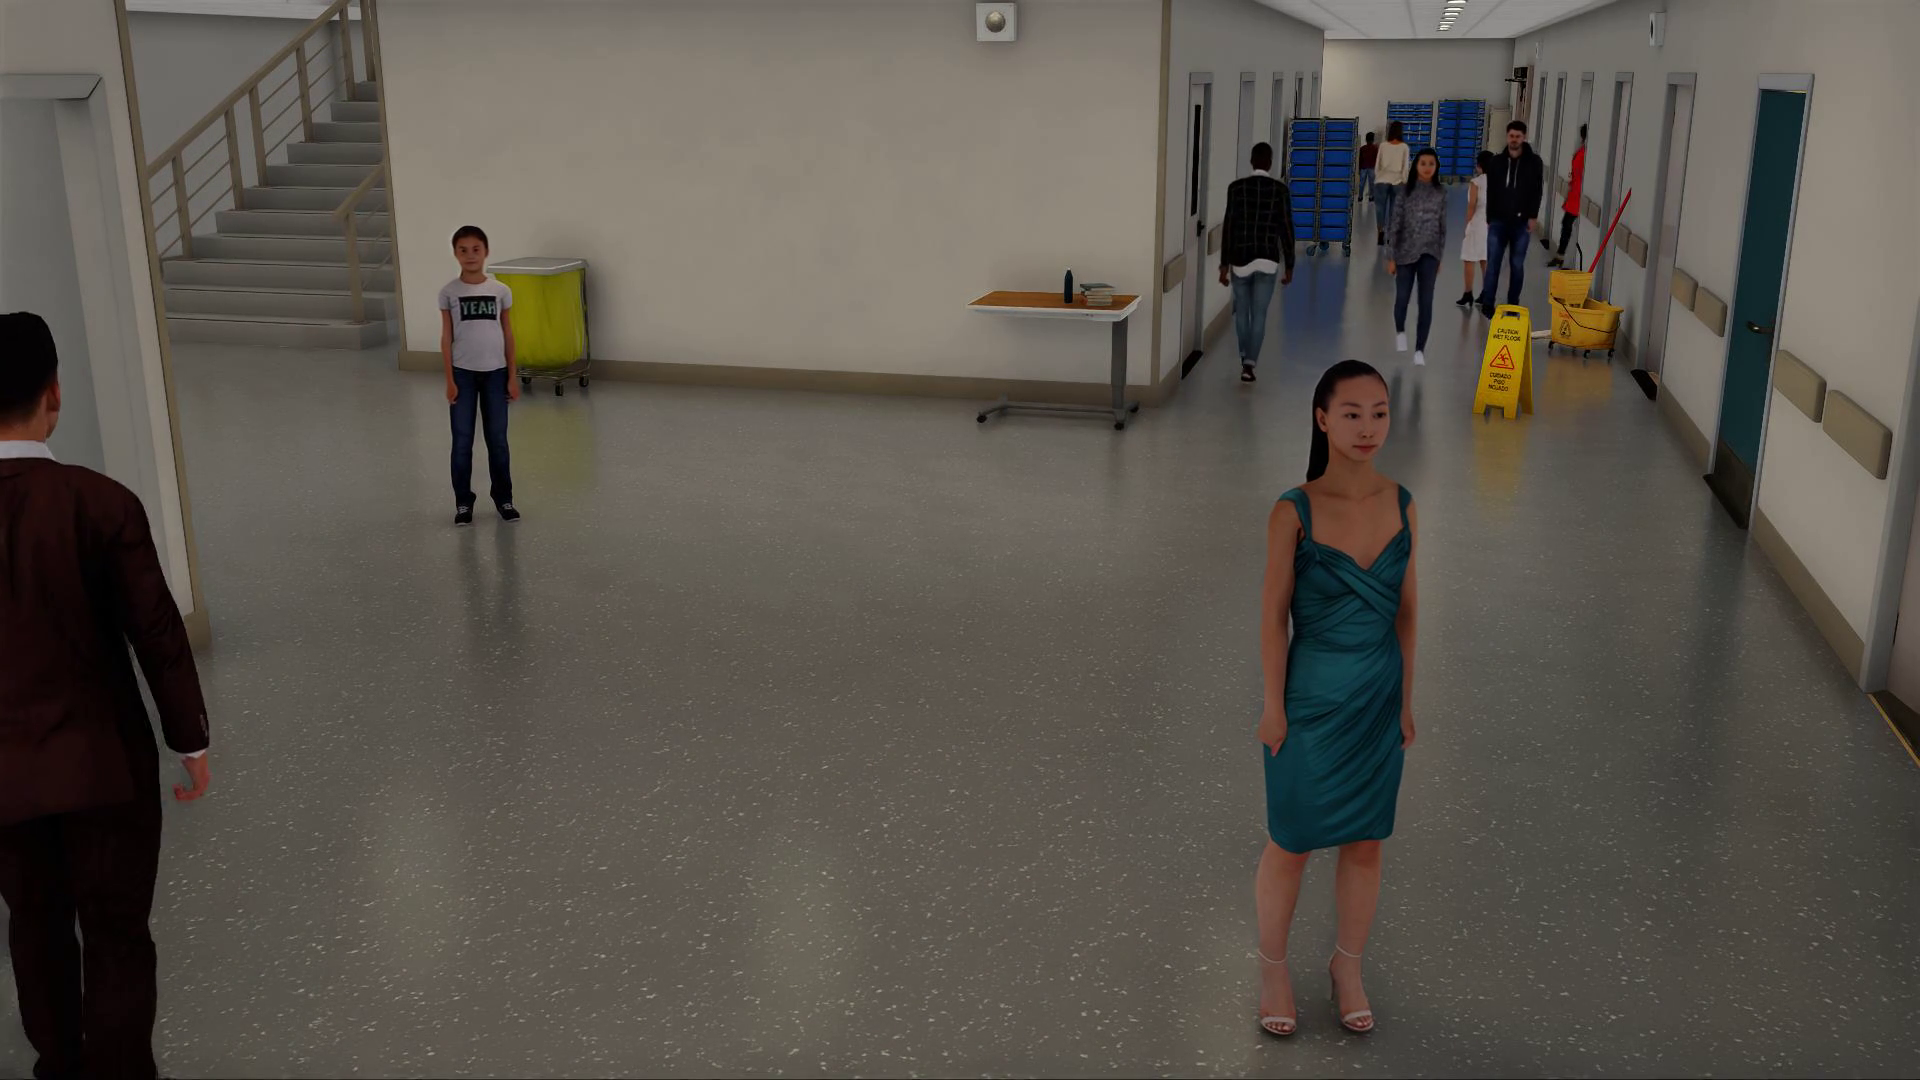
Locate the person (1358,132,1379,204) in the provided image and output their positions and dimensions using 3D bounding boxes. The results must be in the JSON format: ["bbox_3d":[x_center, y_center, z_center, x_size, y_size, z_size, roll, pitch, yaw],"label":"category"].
[{"bbox_3d":[7.431,-6.783,30.280,0.491,1.254,0.470,4,16,14],"label":"person"}]

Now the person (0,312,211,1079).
[{"bbox_3d":[-1.871,0.484,3.400,0.836,1.854,0.828,-3,16,-11],"label":"person"}]

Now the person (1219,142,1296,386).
[{"bbox_3d":[2.201,-2.030,12.462,0.702,1.774,1.151,4,16,15],"label":"person"}]

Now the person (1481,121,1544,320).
[{"bbox_3d":[5.260,-3.004,15.811,0.797,1.831,1.201,6,17,22],"label":"person"}]

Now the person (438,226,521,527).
[{"bbox_3d":[-2.536,-0.875,8.758,0.632,1.562,0.672,-6,17,-19],"label":"person"}]

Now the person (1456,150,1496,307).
[{"bbox_3d":[5.297,-3.161,16.890,0.664,1.549,0.708,-7,17,-24],"label":"person"}]

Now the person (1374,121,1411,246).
[{"bbox_3d":[5.802,-4.802,22.520,0.649,1.653,1.035,5,17,17],"label":"person"}]

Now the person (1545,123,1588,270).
[{"bbox_3d":[7.492,-4.044,19.715,0.729,1.715,0.800,6,17,21],"label":"person"}]

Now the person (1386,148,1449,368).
[{"bbox_3d":[3.704,-2.293,13.551,0.714,1.690,1.212,2,16,8],"label":"person"}]

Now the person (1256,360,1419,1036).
[{"bbox_3d":[0.903,0.404,3.991,0.599,1.686,0.603,-3,16,-12],"label":"person"}]
